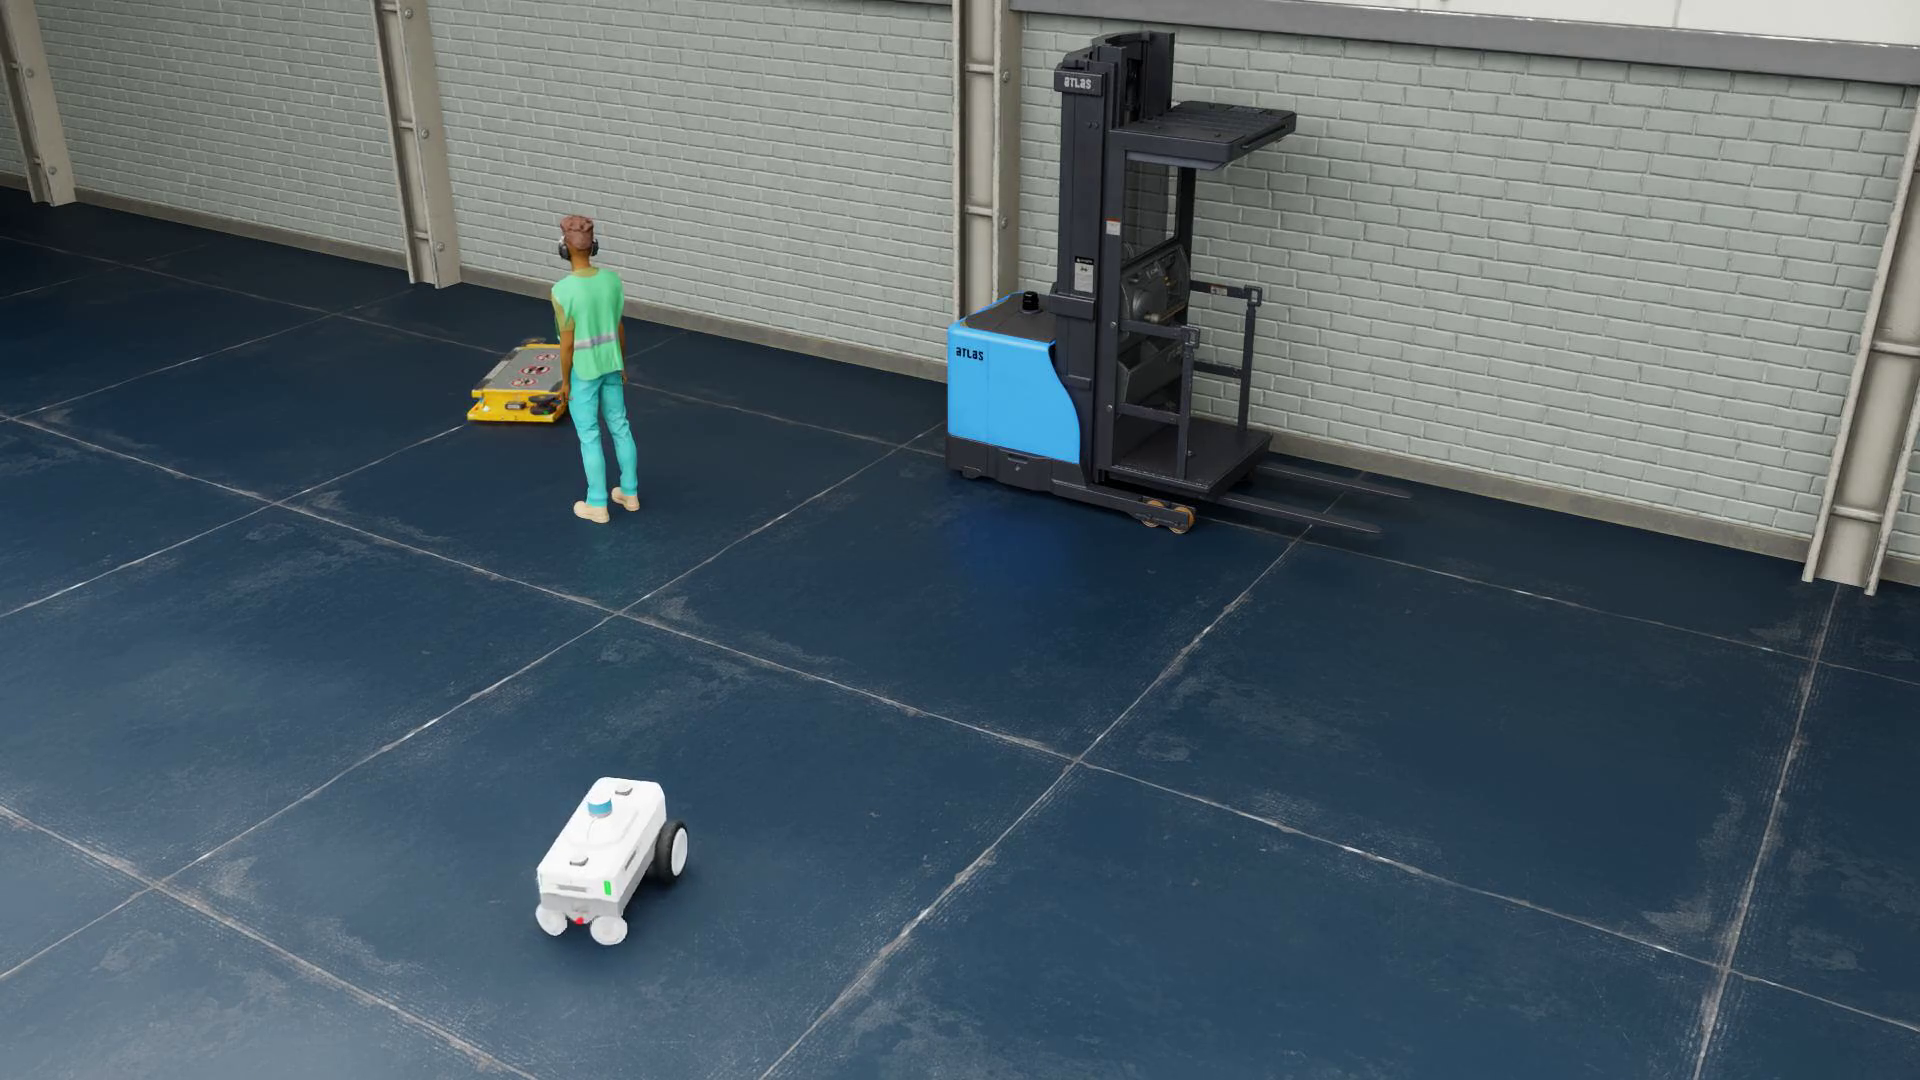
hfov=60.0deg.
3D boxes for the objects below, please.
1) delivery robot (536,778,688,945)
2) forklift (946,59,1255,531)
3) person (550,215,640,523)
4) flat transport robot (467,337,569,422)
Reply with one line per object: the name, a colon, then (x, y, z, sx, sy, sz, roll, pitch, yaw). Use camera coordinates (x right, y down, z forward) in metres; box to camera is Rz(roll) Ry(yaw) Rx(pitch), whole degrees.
delivery robot: (-1.509, 1.335, 7.118, 0.509, 0.610, 0.781, 4, 26, 9)
forklift: (0.933, -1.707, 10.833, 1.873, 2.768, 1.129, 15, 29, 28)
person: (-2.308, -1.066, 10.517, 0.384, 1.977, 0.487, 23, 34, 39)
flat transport robot: (-3.258, -1.243, 12.888, 0.659, 0.231, 1.431, 2, 25, 4)
